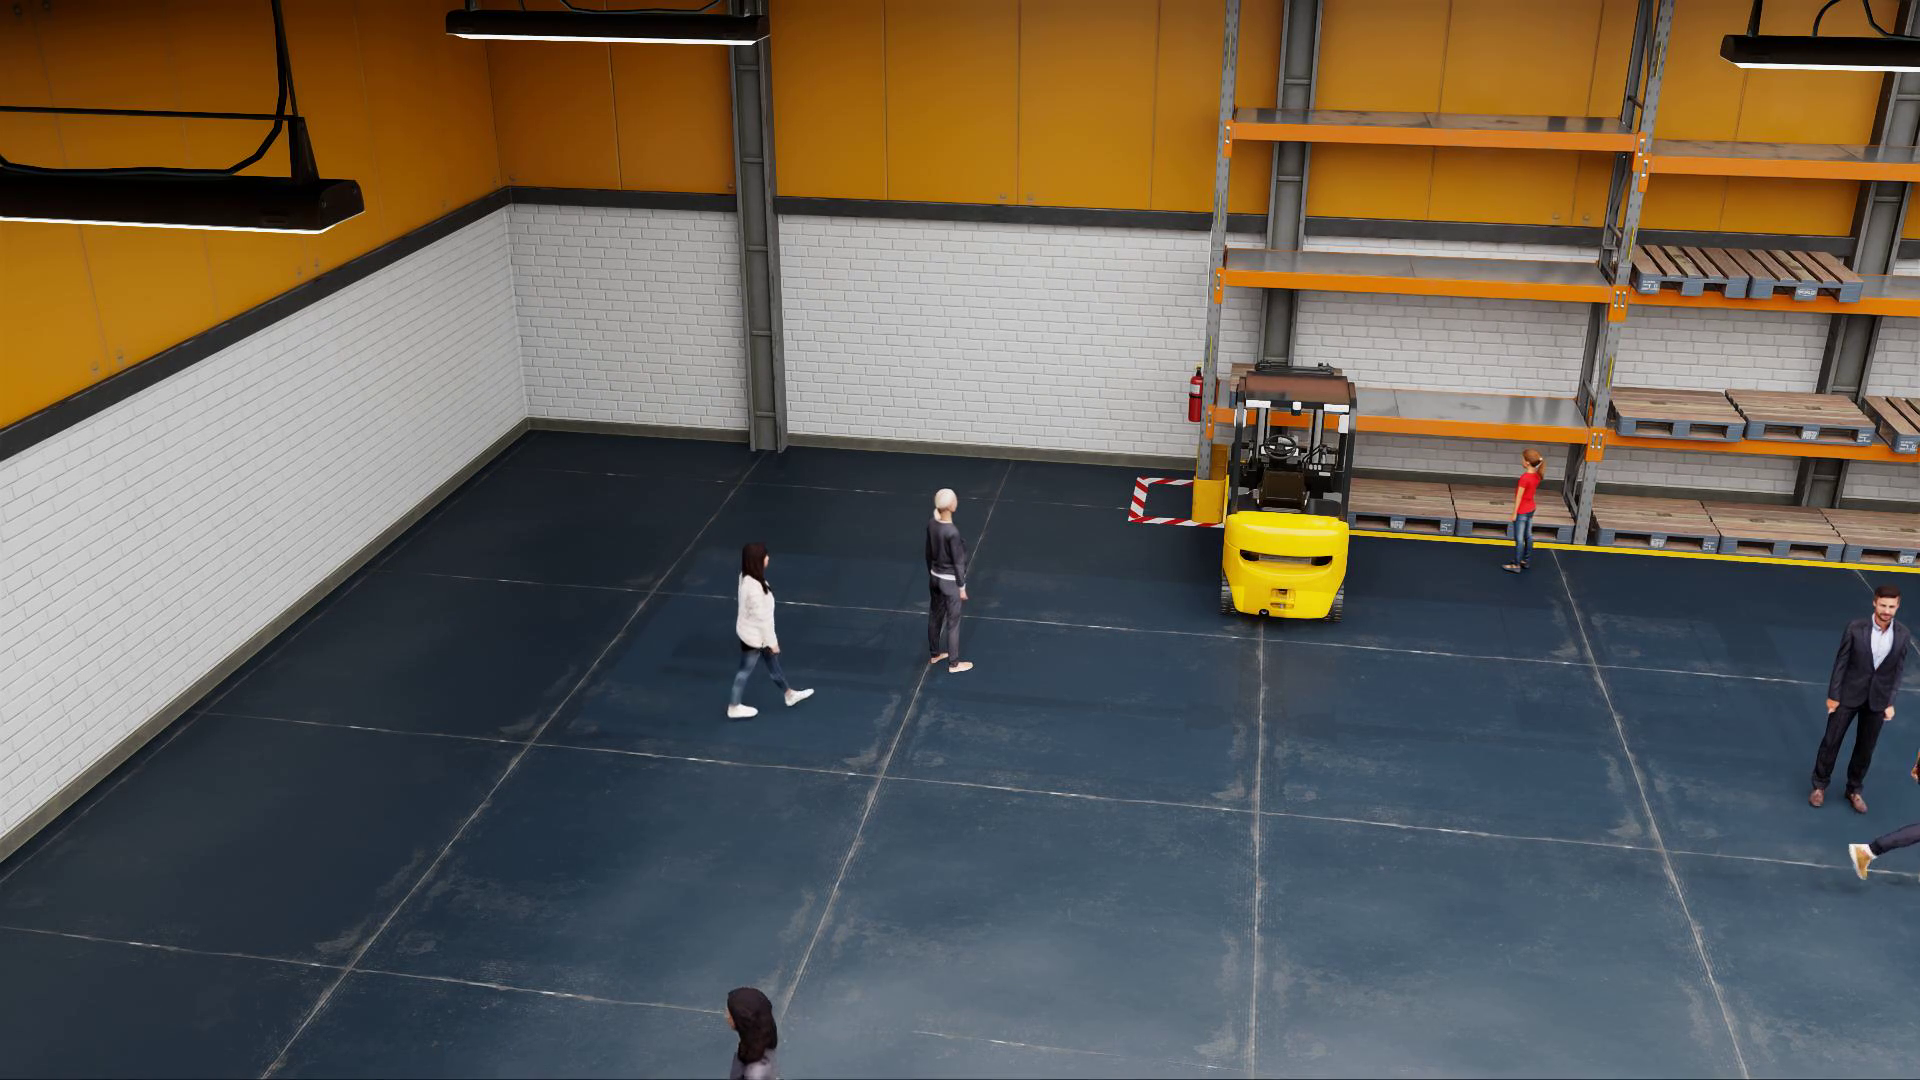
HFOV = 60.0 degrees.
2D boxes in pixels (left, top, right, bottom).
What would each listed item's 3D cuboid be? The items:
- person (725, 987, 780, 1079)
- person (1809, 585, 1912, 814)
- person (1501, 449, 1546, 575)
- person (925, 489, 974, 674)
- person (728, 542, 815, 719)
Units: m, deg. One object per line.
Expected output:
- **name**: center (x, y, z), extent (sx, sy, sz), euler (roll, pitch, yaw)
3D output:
- **person**: center (-0.935, 3.057, 8.604), extent (0.680, 1.750, 0.665), euler (-1, 24, -3)
- **person**: center (6.905, 1.195, 12.717), extent (0.538, 1.868, 0.705), euler (6, 24, 13)
- **person**: center (5.726, -0.297, 16.830), extent (0.549, 1.307, 0.598), euler (-21, 31, -40)
- **person**: center (-0.121, 0.344, 14.840), extent (0.741, 1.727, 0.654), euler (-20, 31, -38)
- **person**: center (-1.801, 0.795, 13.964), extent (1.093, 1.602, 0.898), euler (-6, 24, -14)
